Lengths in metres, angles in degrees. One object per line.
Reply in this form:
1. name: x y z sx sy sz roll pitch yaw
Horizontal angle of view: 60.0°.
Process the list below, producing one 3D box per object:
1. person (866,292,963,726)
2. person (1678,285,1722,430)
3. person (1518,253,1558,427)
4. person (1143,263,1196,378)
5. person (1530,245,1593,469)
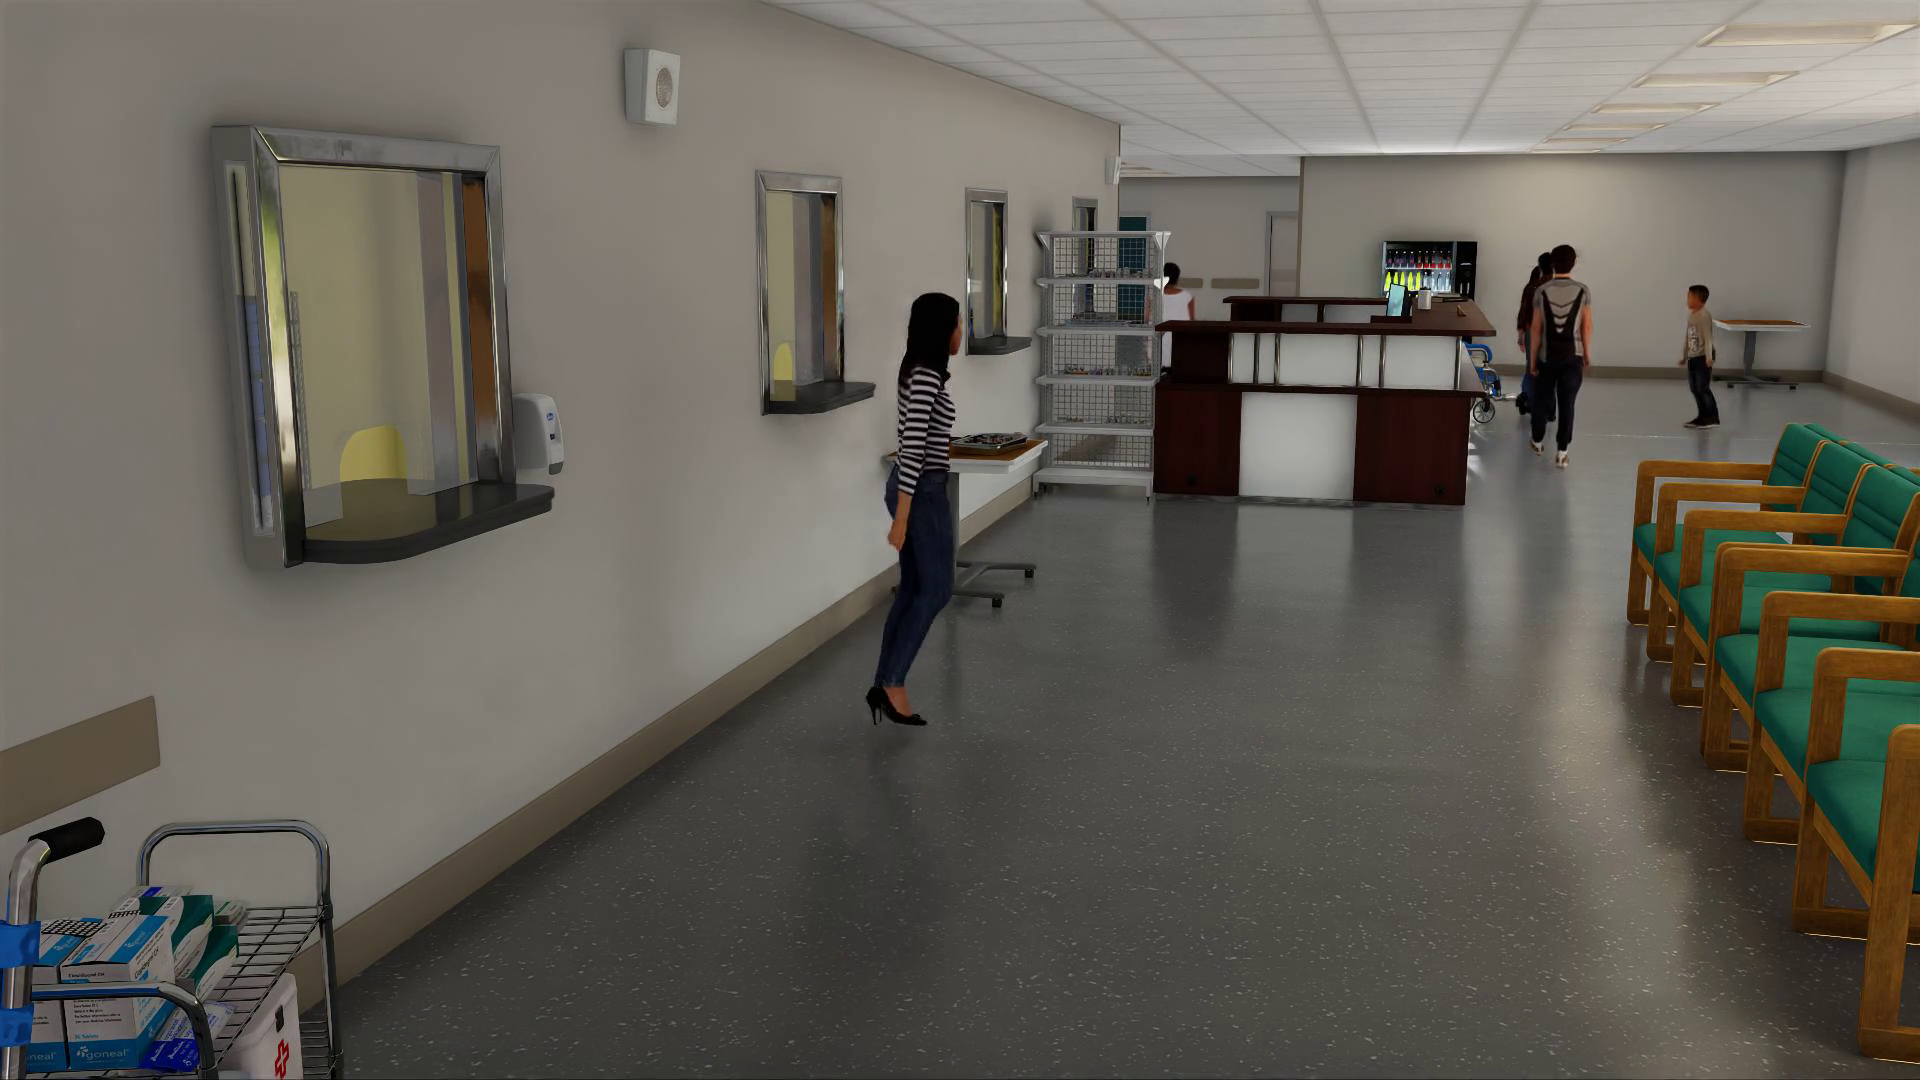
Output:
1. person: -0.223 -0.089 6.728 0.765 1.754 0.731 1 11 5
2. person: 7.528 -1.798 16.797 0.624 1.375 0.727 -3 11 -14
3. person: 5.948 -2.030 17.007 0.801 1.753 0.748 4 11 19
4. person: 2.067 -1.907 16.569 0.764 1.674 0.779 1 11 6
5. person: 5.076 -1.510 14.028 1.096 1.842 0.748 3 11 17
